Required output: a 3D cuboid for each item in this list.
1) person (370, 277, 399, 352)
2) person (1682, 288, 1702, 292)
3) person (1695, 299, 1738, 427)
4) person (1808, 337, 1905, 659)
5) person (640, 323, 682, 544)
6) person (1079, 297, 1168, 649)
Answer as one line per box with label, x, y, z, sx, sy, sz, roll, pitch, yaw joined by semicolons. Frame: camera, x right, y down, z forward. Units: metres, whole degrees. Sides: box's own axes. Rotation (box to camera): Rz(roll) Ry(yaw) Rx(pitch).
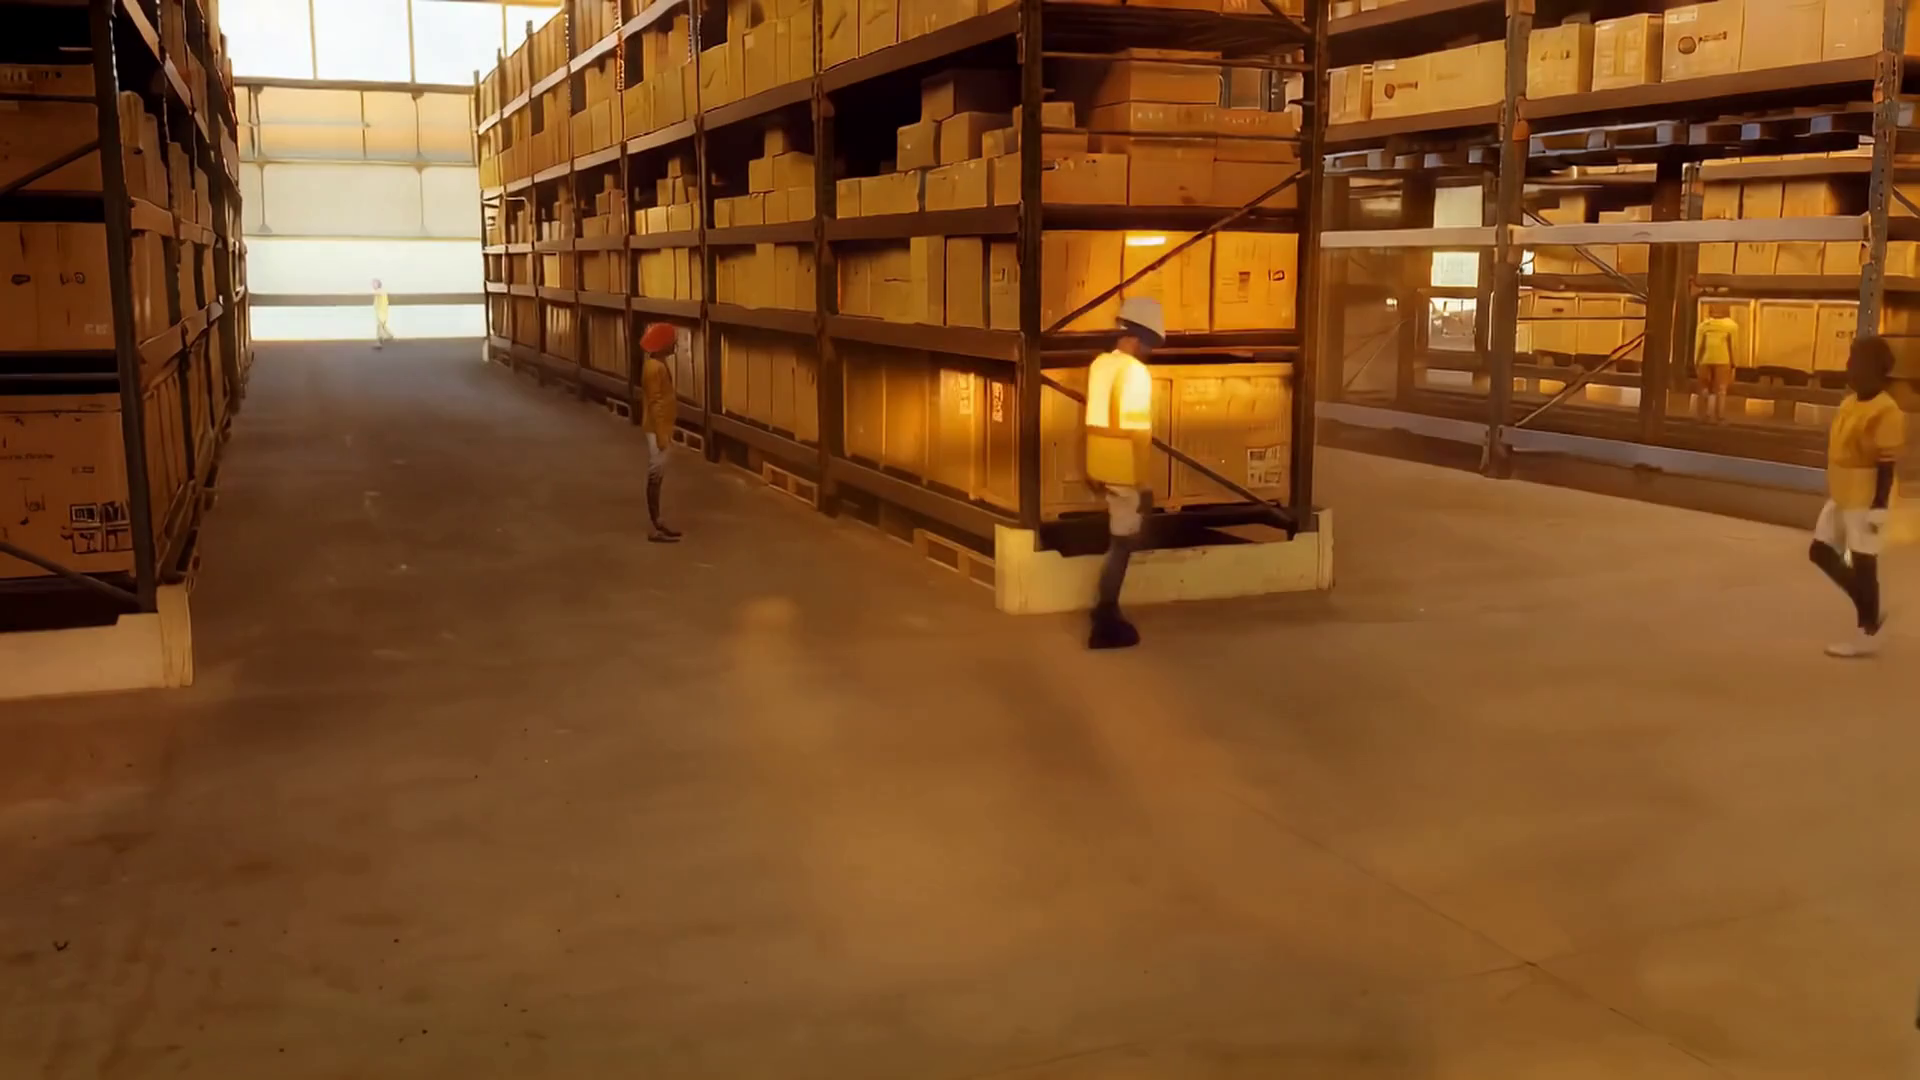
person;-13.314;-5.187;38.340;0.533;1.736;0.577;0;9;-2
person;14.847;-4.570;33.958;0.635;1.965;0.456;-6;11;-34
person;9.182;-2.105;20.201;0.286;1.633;0.499;-9;13;-44
person;4.678;-0.211;8.671;0.356;1.687;0.544;1;9;4
person;-2.213;-0.789;12.313;0.267;1.632;0.509;-1;10;-6
person;0.859;-0.357;8.978;0.530;1.883;0.603;-4;10;-23
